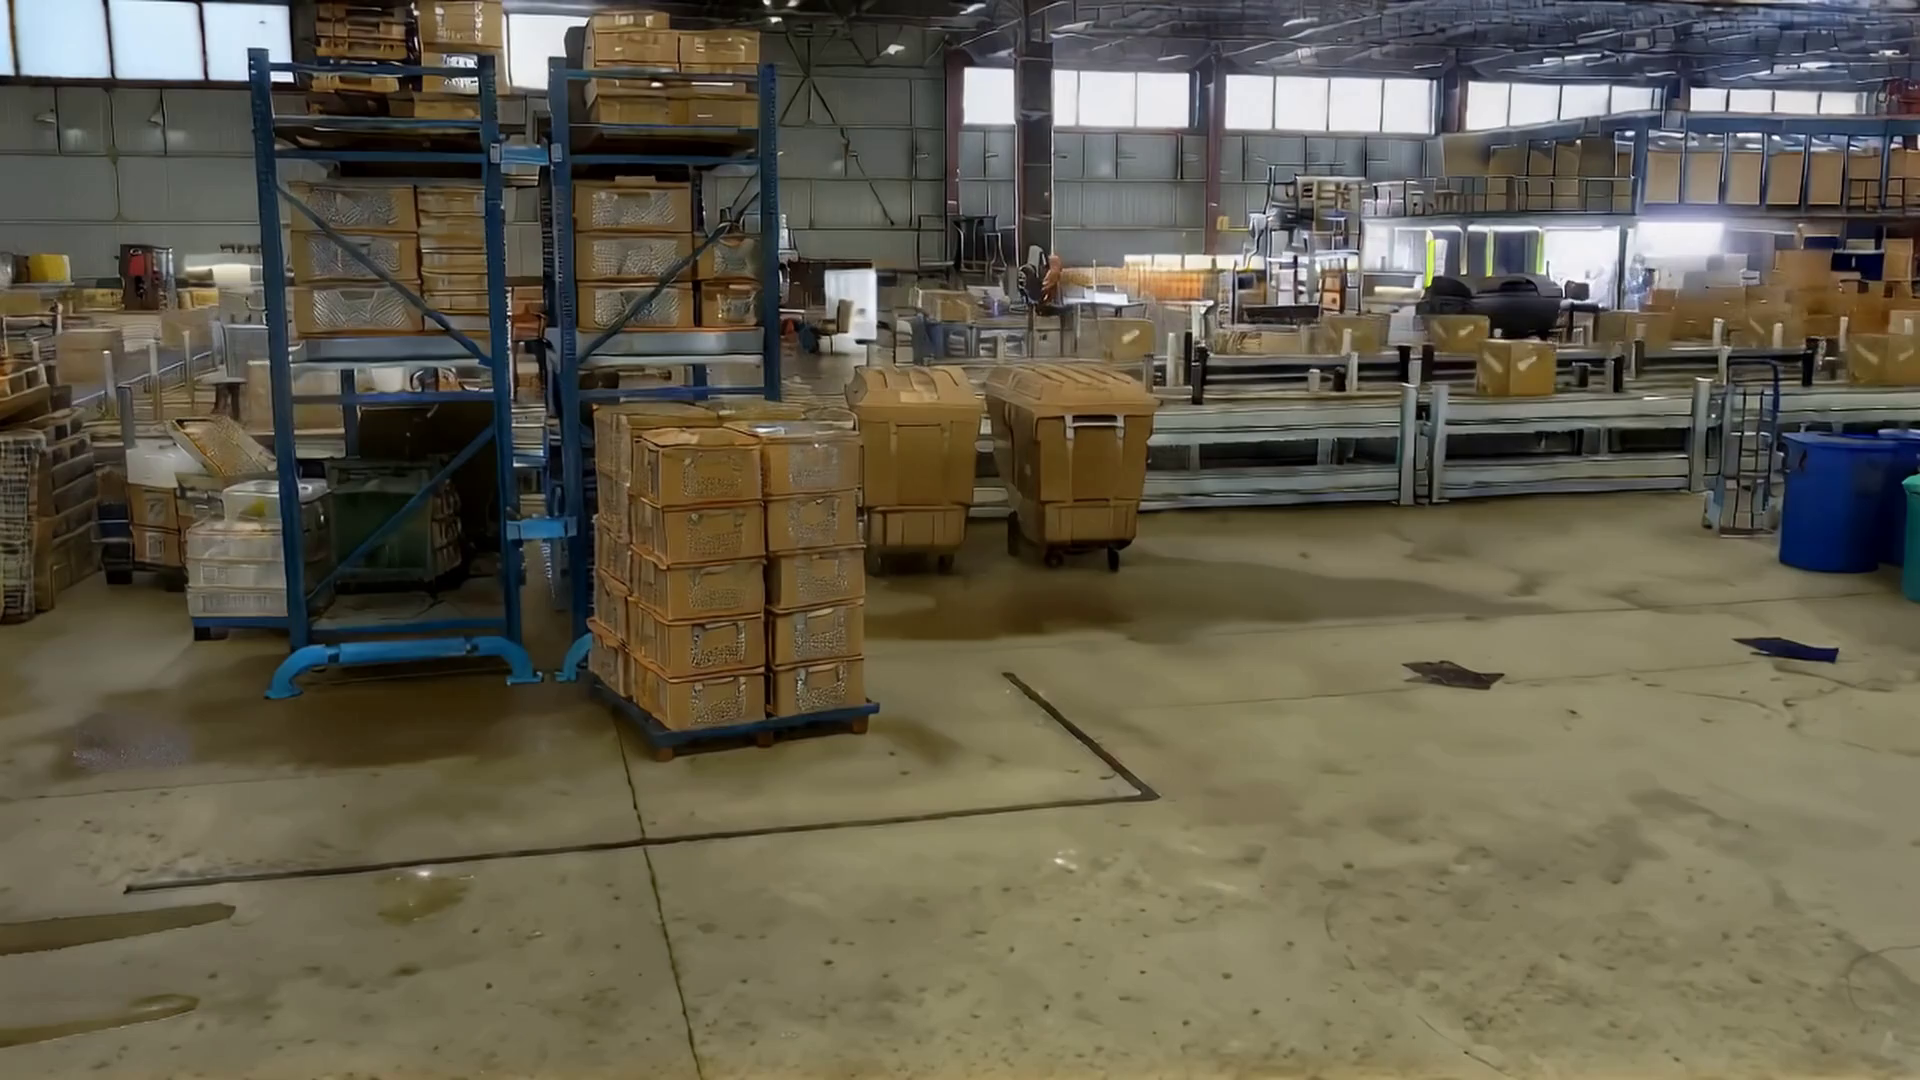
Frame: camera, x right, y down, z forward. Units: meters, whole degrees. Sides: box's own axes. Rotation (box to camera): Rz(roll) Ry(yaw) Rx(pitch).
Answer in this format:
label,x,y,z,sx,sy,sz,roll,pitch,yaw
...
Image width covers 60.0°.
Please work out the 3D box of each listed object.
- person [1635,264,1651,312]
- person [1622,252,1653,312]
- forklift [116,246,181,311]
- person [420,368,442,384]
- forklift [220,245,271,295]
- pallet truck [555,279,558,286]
label,x,y,z,sx,sy,sz,roll,pitch,yaw
person,18.634,-6.810,45.391,0.588,1.867,0.617,-3,11,-18
person,15.263,-5.479,37.478,0.636,1.990,1.049,4,11,22
forklift,-19.966,-6.232,40.894,1.157,1.987,2.680,-3,10,-15
person,-7.918,-3.111,24.826,0.538,1.720,0.891,-10,14,-44
forklift,-17.749,-6.334,41.440,1.157,1.987,2.680,-3,10,-17
pallet truck,-10.604,-6.375,44.520,0.653,1.274,1.630,-3,10,-15
